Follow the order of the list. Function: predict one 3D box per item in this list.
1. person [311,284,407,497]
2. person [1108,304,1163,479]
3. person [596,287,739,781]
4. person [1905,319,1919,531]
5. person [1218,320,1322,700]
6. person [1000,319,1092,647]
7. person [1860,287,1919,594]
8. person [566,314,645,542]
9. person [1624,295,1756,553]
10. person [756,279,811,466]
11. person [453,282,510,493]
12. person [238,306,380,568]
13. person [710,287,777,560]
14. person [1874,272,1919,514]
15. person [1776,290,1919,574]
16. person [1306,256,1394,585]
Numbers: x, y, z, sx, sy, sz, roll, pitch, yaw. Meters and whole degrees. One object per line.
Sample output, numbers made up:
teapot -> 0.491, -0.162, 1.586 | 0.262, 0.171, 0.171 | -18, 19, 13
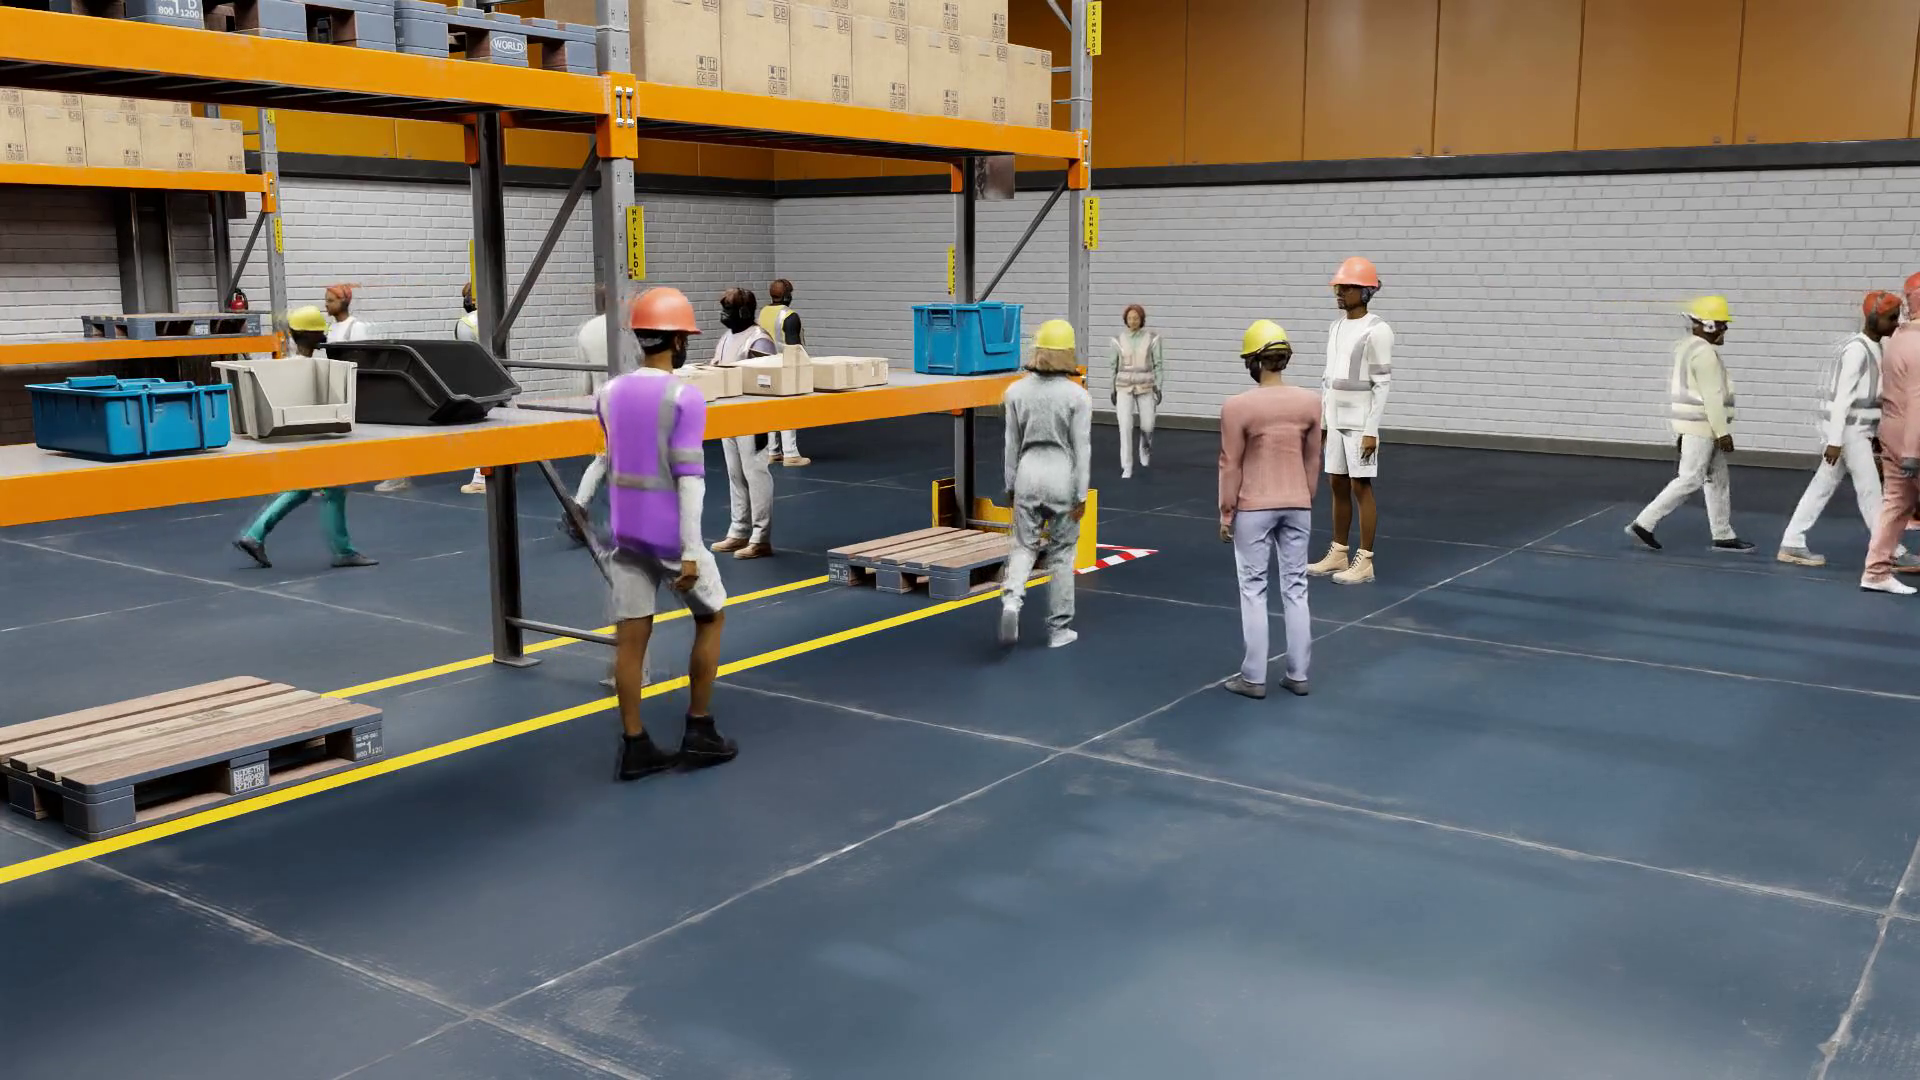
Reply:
person -> -5.288, -1.288, 14.366 | 0.597, 1.826, 1.025 | 8, 13, 40
person -> 1.651, -1.403, 15.620 | 0.514, 1.629, 0.565 | 1, 10, 8
person -> -1.148, -0.030, 6.576 | 0.546, 1.913, 0.657 | 5, 11, 28
person -> 7.265, -1.032, 12.599 | 0.394, 1.908, 0.713 | 3, 10, 17
person -> 1.428, -0.139, 7.747 | 0.515, 1.752, 0.375 | -3, 10, -17
person -> 0.429, -0.270, 8.569 | 0.490, 1.727, 0.600 | 4, 10, 22
person -> 5.845, -0.573, 9.938 | 0.742, 1.871, 0.663 | 2, 10, 14
person -> -2.490, -0.926, 11.950 | 0.636, 1.911, 0.869 | 5, 11, 25
person -> 5.081, -0.790, 11.477 | 0.839, 1.794, 0.593 | 3, 10, 16
person -> -1.741, -1.656, 16.482 | 0.429, 1.846, 0.633 | -8, 13, -40
person -> -4.192, -1.328, 14.542 | 0.429, 1.841, 0.633 | 3, 10, 19
person -> -4.319, -0.662, 10.889 | 0.811, 1.740, 0.527 | -3, 10, -20
person -> -1.483, -0.792, 11.349 | 0.430, 1.845, 0.624 | -6, 11, -33
person -> 7.588, -1.161, 13.272 | 0.550, 1.933, 0.376 | 0, 10, 3
person -> 5.866, -0.690, 10.808 | 0.962, 1.835, 0.650 | 6, 11, 33
person -> 2.449, -0.746, 10.461 | 0.365, 2.048, 0.608 | -4, 10, -21
